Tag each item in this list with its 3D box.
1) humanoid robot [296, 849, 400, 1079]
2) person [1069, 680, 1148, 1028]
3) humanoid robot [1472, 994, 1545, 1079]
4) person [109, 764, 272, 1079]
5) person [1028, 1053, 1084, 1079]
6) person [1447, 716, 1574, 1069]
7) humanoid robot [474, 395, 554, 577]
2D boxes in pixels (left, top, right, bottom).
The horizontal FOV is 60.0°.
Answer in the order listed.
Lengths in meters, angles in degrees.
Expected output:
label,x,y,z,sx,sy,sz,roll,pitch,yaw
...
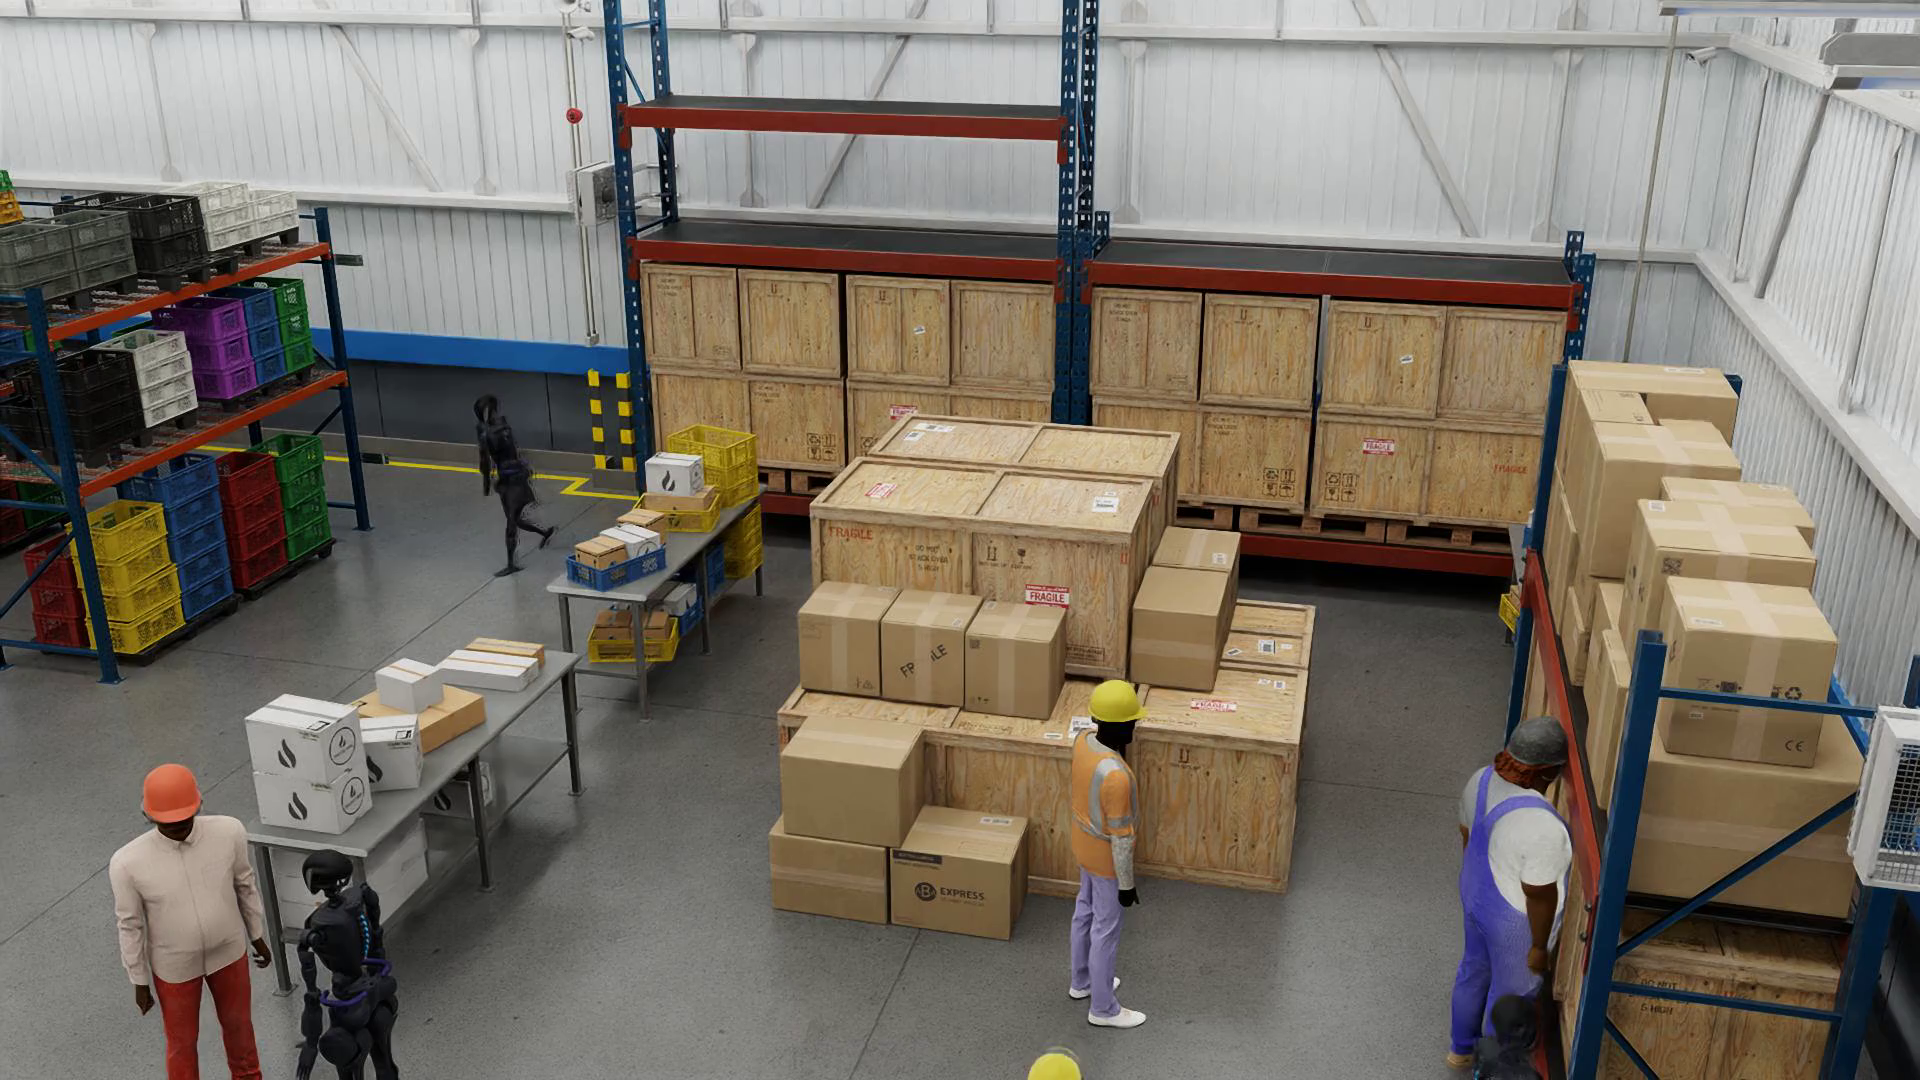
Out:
label,x,y,z,sx,sy,sz,roll,pitch,yaw
humanoid robot,-2.749,2.122,7.499,0.326,1.660,0.587,6,22,14
person,0.754,1.600,8.538,0.360,1.927,0.586,-6,22,-16
humanoid robot,2.110,2.540,6.466,0.362,1.641,0.670,-3,21,-7
person,-3.486,1.912,7.633,0.621,1.989,0.397,-18,27,-39
person,0.374,2.591,6.187,0.534,1.747,0.558,3,21,9
person,2.679,1.756,7.972,0.537,2.000,0.680,-4,21,-11
humanoid robot,-3.880,-0.538,14.516,0.672,1.627,0.599,-19,28,-41
